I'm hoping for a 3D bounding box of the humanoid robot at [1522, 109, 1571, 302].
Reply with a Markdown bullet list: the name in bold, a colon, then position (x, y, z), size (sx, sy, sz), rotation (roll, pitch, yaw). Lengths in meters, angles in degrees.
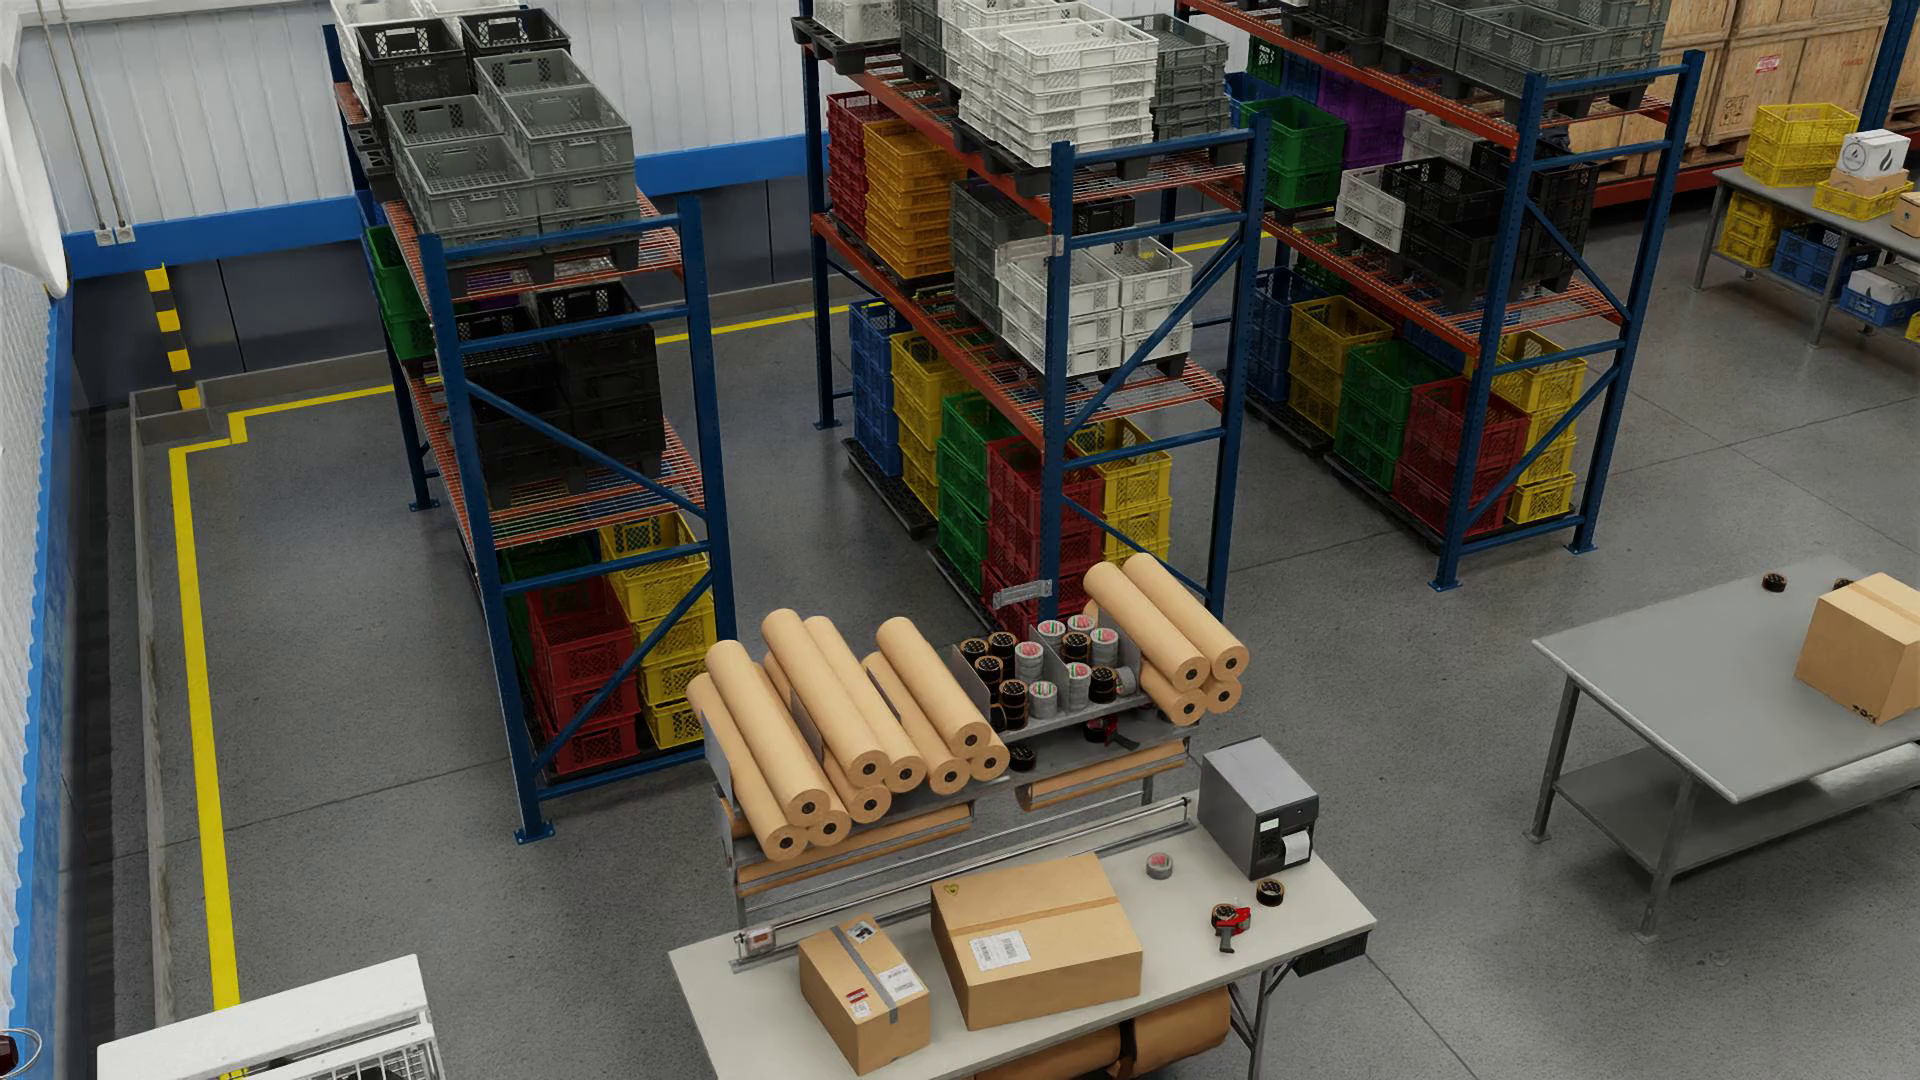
- **humanoid robot**: position (4.497, -2.641, 12.905), size (0.315, 1.656, 0.609), rotation (-8, 33, -13)
